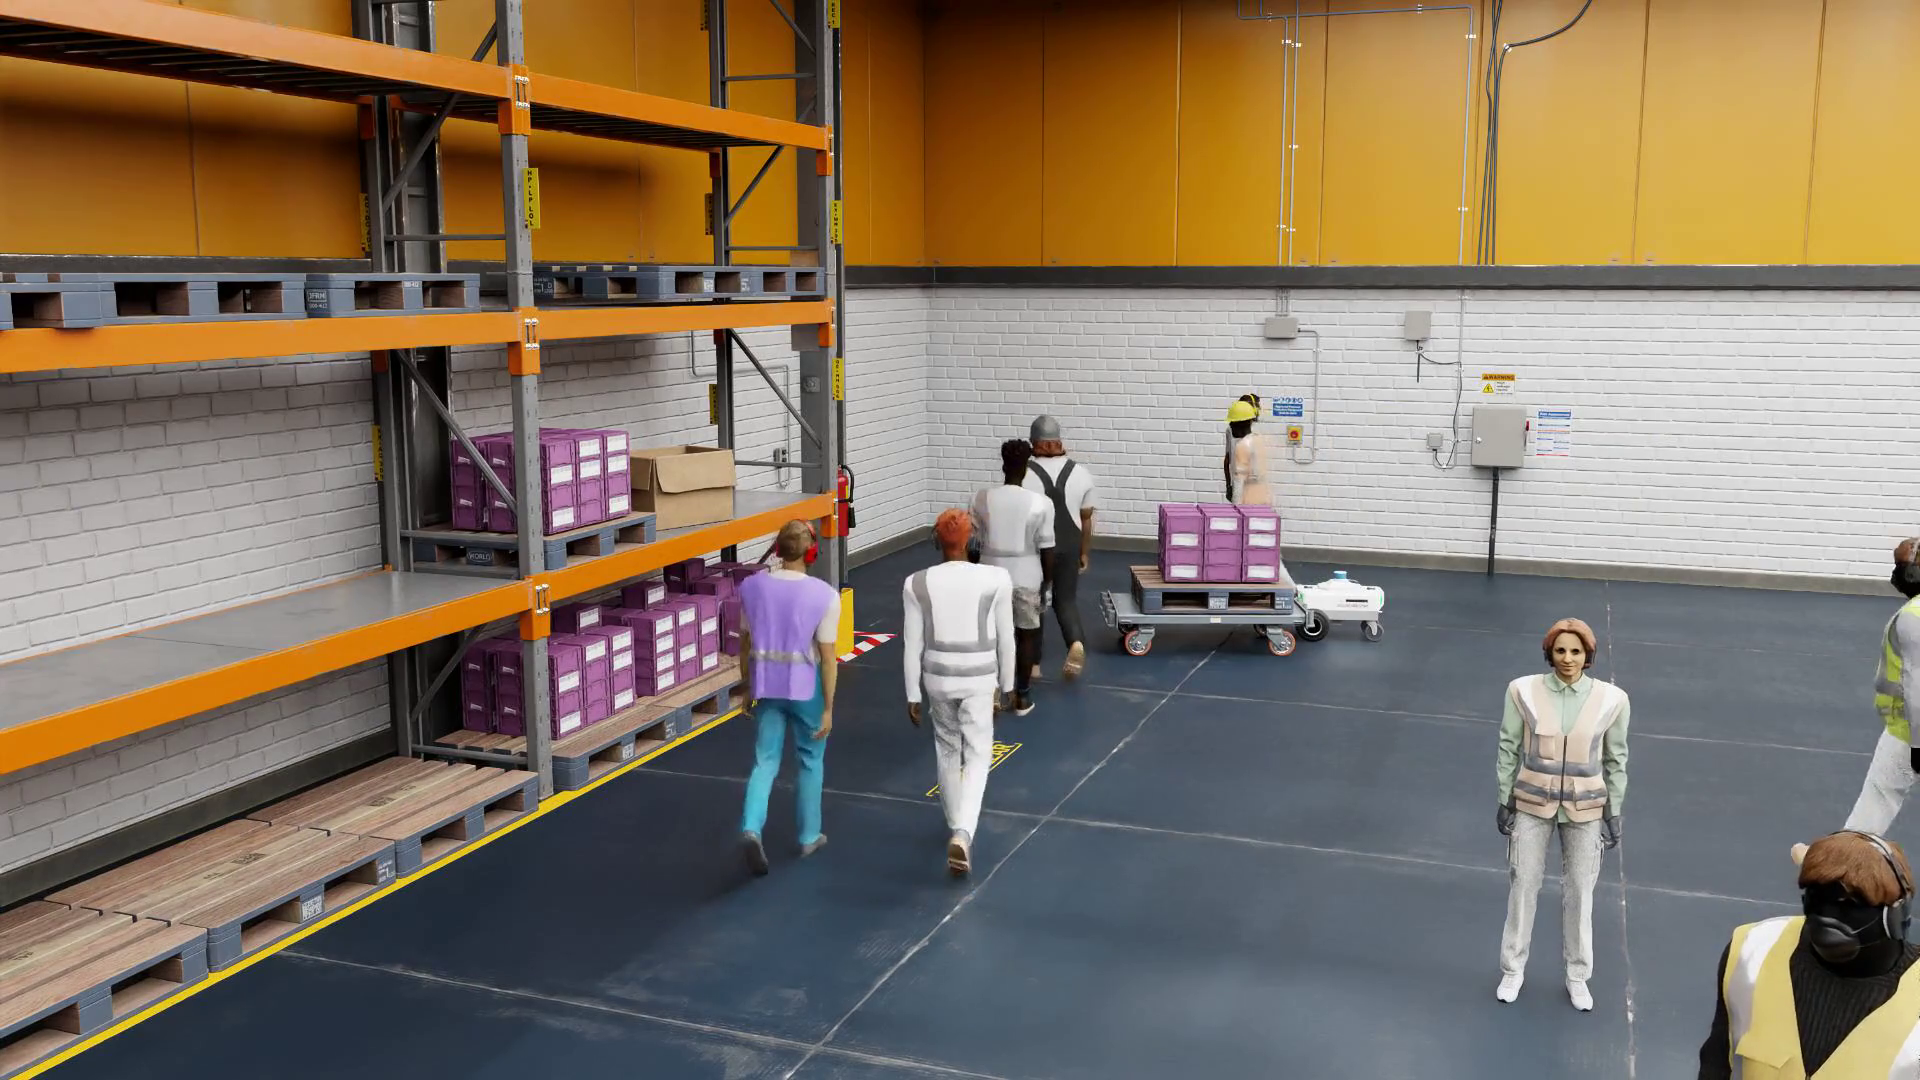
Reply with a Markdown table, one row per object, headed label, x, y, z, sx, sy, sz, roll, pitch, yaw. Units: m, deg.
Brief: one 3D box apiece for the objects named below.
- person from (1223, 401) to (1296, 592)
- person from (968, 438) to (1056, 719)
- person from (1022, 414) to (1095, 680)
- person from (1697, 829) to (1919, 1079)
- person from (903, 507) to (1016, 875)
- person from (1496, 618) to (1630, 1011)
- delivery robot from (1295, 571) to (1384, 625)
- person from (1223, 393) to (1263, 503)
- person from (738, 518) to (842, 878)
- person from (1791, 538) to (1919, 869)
| label | x | y | z | sx | sy | sz | roll | pitch | yaw |
| --- | --- | --- | --- | --- | --- | --- | --- | --- | --- |
| person | 2.753 | -0.371 | 15.597 | 0.976 | 1.880 | 0.590 | 5 | 10 | 26 |
| person | 0.336 | 0.274 | 11.298 | 0.633 | 1.944 | 0.682 | 1 | 9 | 9 |
| person | 0.670 | 0.056 | 12.365 | 0.684 | 2.000 | 0.783 | -2 | 9 | -14 |
| person | 1.929 | 1.534 | 3.708 | 0.430 | 1.845 | 0.624 | -7 | 12 | -39 |
| person | -0.013 | 0.760 | 8.561 | 0.572 | 1.858 | 0.887 | 1 | 9 | 8 |
| person | 2.483 | 1.126 | 6.900 | 0.510 | 1.640 | 0.308 | 3 | 9 | 17 |
| delivery robot | 3.174 | 0.504 | 13.911 | 0.707 | 0.478 | 0.477 | 1 | 9 | 6 |
| person | 2.838 | -0.517 | 16.499 | 0.315 | 1.870 | 0.533 | -6 | 11 | -33 |
| person | -0.895 | 0.800 | 8.424 | 0.583 | 1.809 | 0.812 | 2 | 9 | 15 |
| person | 4.585 | 0.883 | 7.970 | 0.636 | 1.783 | 0.974 | -6 | 11 | -35 |
